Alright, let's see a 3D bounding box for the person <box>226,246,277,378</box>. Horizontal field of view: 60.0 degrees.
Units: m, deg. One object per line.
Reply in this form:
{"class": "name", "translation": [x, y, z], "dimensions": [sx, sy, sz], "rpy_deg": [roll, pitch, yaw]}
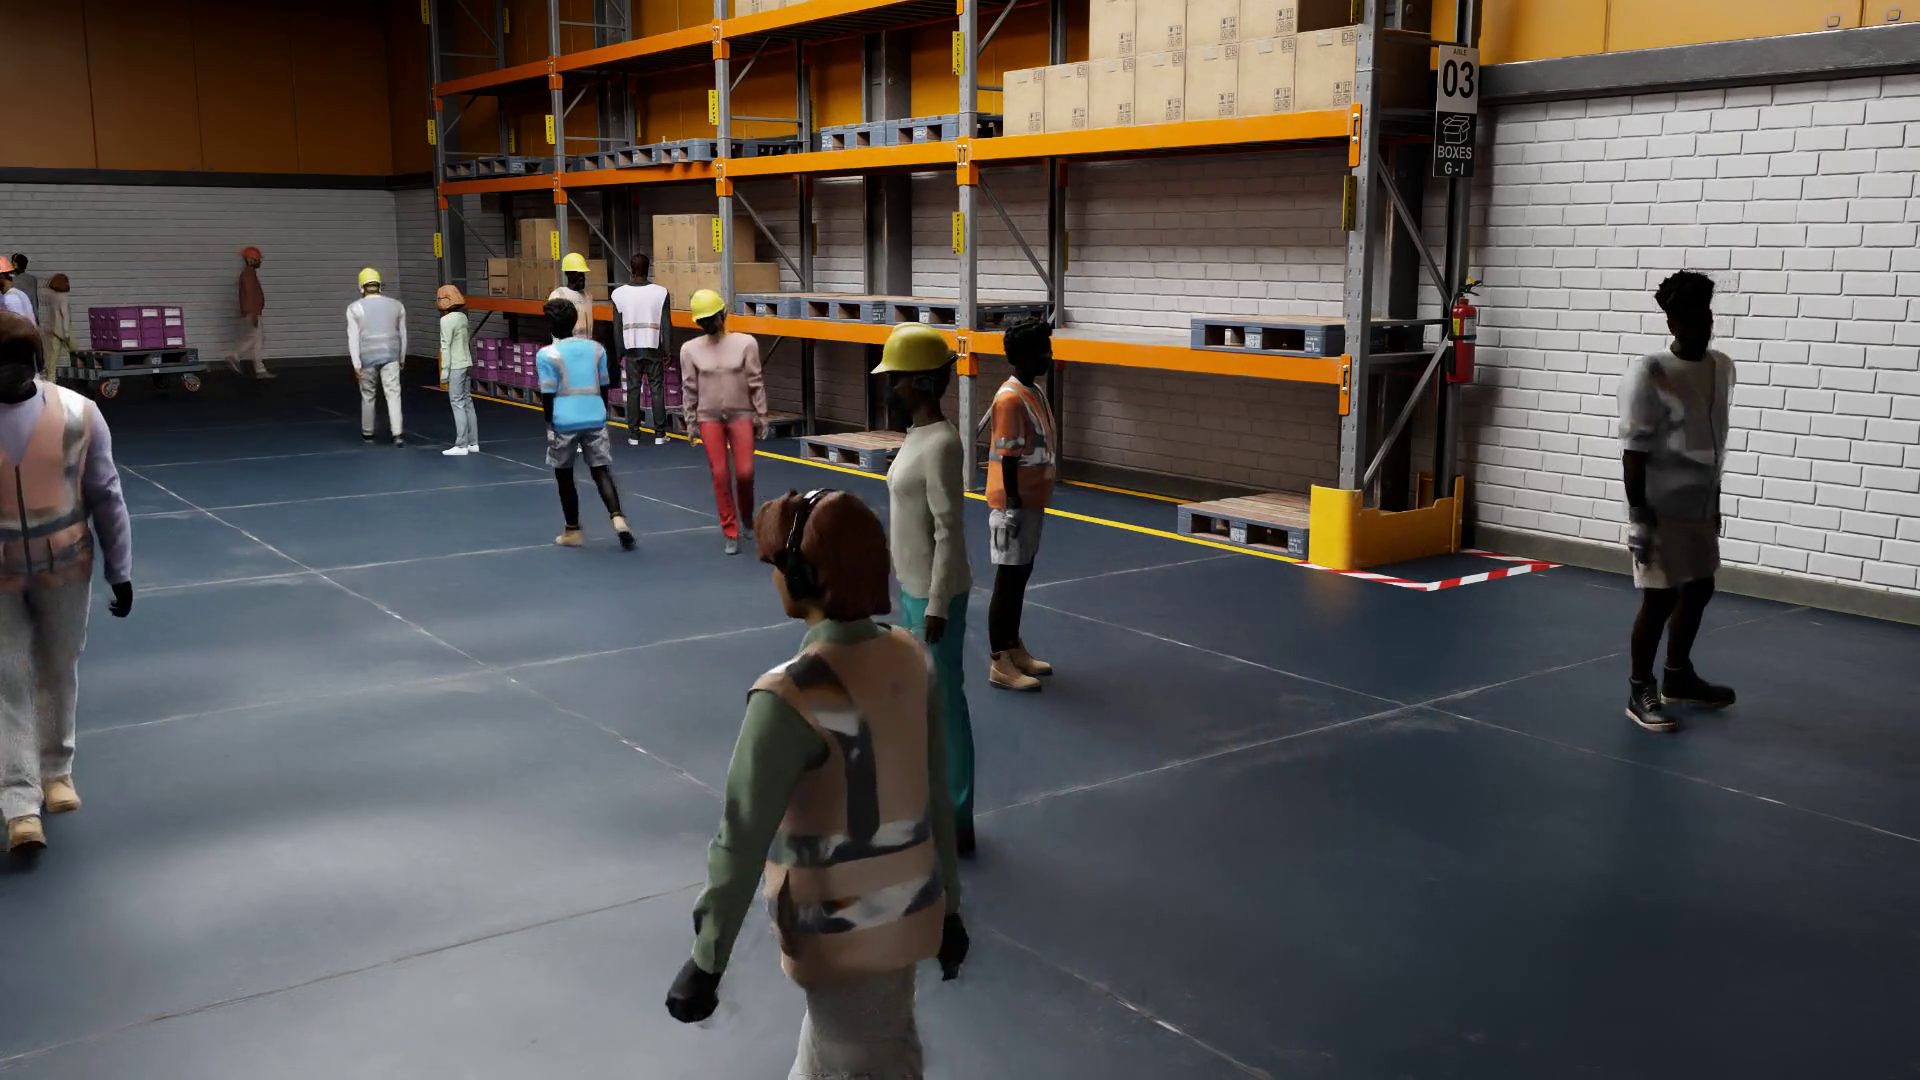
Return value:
{"class": "person", "translation": [-10.666, -3.402, 24.920], "dimensions": [0.597, 1.981, 0.614], "rpy_deg": [-4, 11, -22]}

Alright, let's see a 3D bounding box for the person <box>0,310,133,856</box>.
{"class": "person", "translation": [-3.156, 0.128, 5.657], "dimensions": [0.637, 1.793, 0.867], "rpy_deg": [-8, 13, -37]}

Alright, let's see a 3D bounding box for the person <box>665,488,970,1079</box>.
{"class": "person", "translation": [-0.258, 0.709, 2.952], "dimensions": [0.825, 1.596, 0.523], "rpy_deg": [4, 11, 23]}

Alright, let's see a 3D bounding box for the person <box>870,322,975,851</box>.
{"class": "person", "translation": [-0.127, 0.166, 5.528], "dimensions": [0.328, 1.767, 0.532], "rpy_deg": [-2, 10, -10]}

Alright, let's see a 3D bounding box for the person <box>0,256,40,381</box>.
{"class": "person", "translation": [-8.880, -1.715, 15.676], "dimensions": [0.489, 1.910, 0.579], "rpy_deg": [-4, 11, -19]}

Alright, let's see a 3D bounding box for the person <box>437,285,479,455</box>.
{"class": "person", "translation": [-4.842, -1.630, 15.991], "dimensions": [0.292, 1.623, 0.494], "rpy_deg": [1, 10, 6]}

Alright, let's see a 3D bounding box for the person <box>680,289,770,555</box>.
{"class": "person", "translation": [-1.533, -0.777, 10.896], "dimensions": [0.571, 1.727, 0.447], "rpy_deg": [-1, 10, -5]}

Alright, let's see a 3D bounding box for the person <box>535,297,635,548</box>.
{"class": "person", "translation": [-2.478, -0.757, 10.952], "dimensions": [0.545, 1.671, 0.580], "rpy_deg": [-9, 14, -43]}

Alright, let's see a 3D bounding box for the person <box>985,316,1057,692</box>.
{"class": "person", "translation": [0.285, -0.170, 7.602], "dimensions": [0.317, 1.696, 0.540], "rpy_deg": [3, 10, 14]}

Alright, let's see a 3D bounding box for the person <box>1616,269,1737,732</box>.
{"class": "person", "translation": [2.992, -0.156, 6.900], "dimensions": [0.768, 1.920, 0.407], "rpy_deg": [-6, 12, -32]}

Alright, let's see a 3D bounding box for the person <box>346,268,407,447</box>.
{"class": "person", "translation": [-5.815, -1.824, 16.662], "dimensions": [0.588, 1.785, 0.915], "rpy_deg": [-6, 12, -29]}

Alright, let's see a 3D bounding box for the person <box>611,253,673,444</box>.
{"class": "person", "translation": [-3.187, -1.913, 16.743], "dimensions": [0.593, 1.922, 0.392], "rpy_deg": [-1, 10, -6]}

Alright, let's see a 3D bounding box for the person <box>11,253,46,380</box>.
{"class": "person", "translation": [-13.753, -3.267, 24.465], "dimensions": [0.334, 1.873, 0.521], "rpy_deg": [2, 10, 9]}

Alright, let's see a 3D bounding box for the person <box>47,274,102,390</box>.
{"class": "person", "translation": [-12.191, -2.830, 22.776], "dimensions": [0.502, 1.604, 0.769], "rpy_deg": [6, 12, 32]}

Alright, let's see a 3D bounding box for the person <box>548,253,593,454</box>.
{"class": "person", "translation": [-3.721, -1.809, 16.140], "dimensions": [0.367, 1.927, 0.584], "rpy_deg": [4, 11, 23]}
